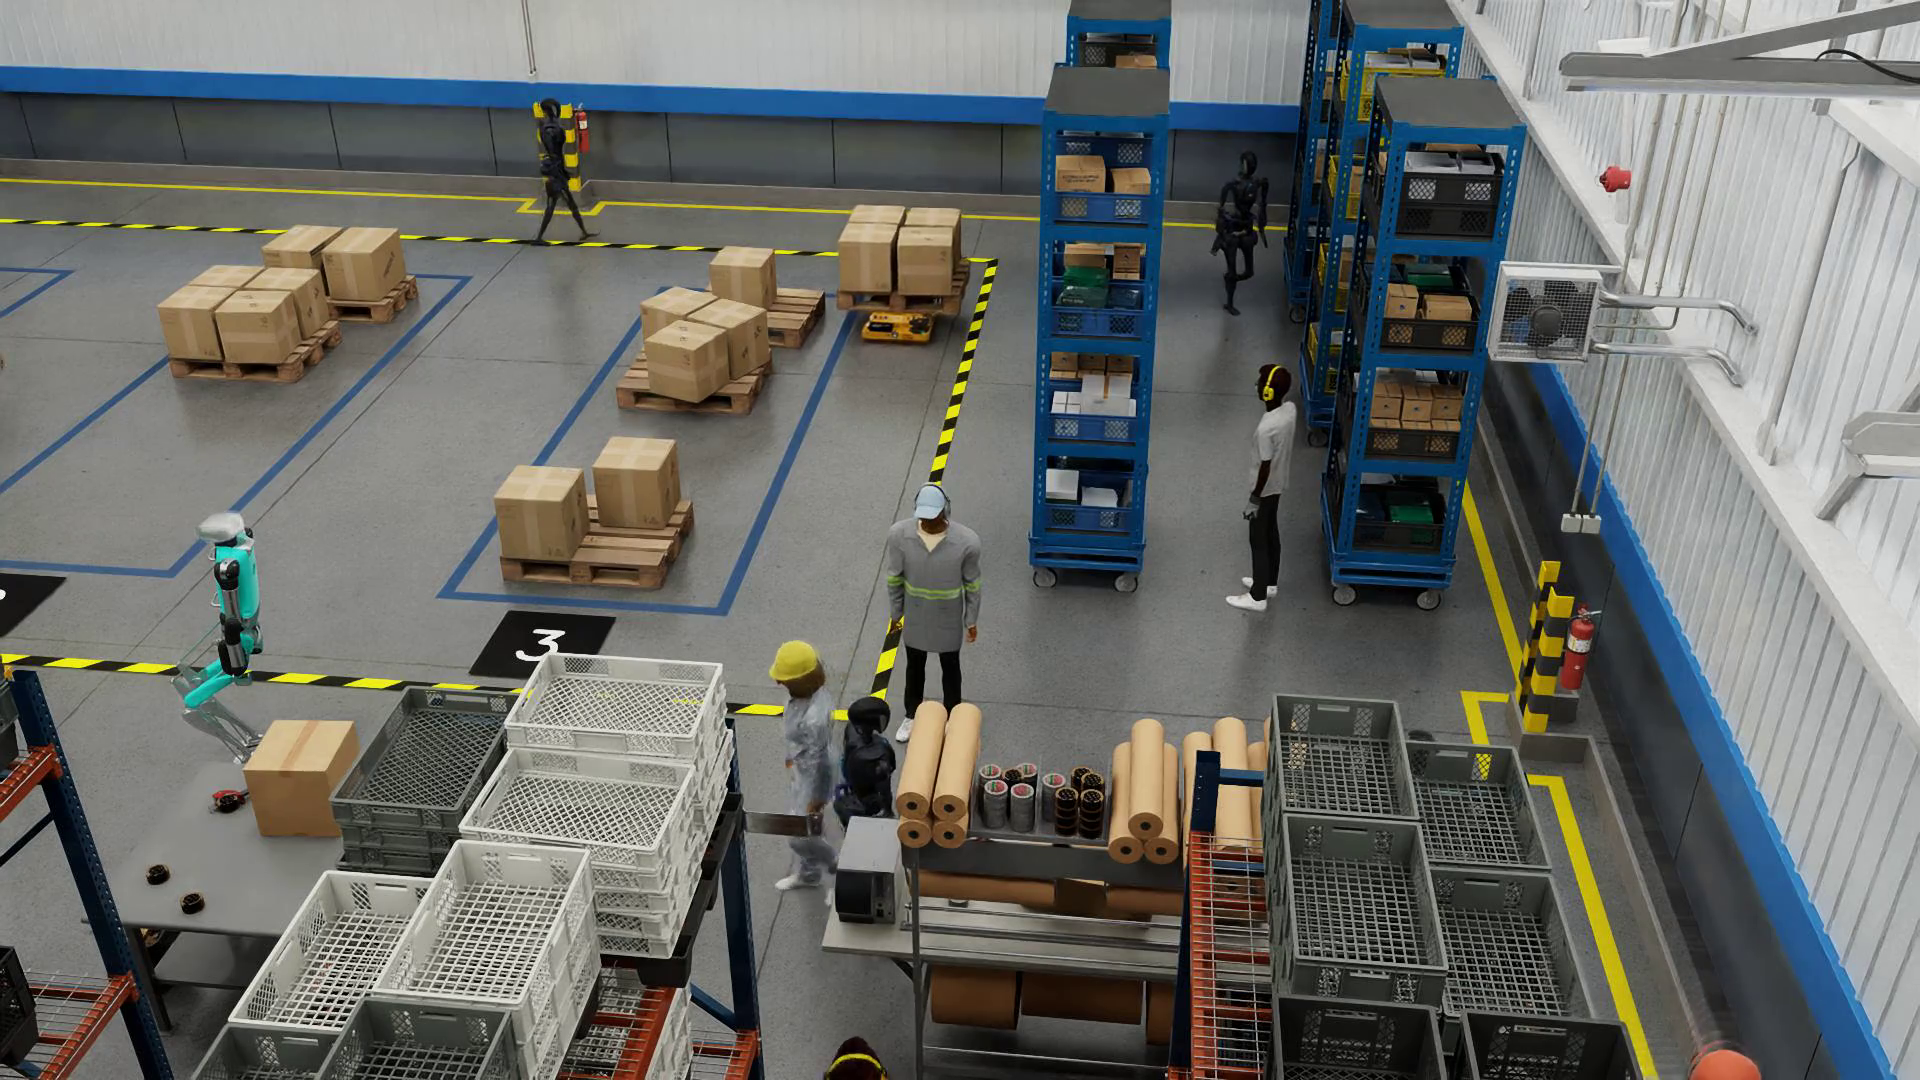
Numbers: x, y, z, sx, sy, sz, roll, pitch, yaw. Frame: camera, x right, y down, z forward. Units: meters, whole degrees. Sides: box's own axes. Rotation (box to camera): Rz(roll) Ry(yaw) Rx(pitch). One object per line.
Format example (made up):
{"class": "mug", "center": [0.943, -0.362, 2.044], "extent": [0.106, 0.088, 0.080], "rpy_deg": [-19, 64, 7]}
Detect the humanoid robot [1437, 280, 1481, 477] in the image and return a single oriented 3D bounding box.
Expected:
{"class": "humanoid robot", "center": [3.693, -1.243, 13.219], "extent": [0.533, 1.674, 0.735], "rpy_deg": [26, 39, 37]}

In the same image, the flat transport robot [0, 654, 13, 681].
{"class": "flat transport robot", "center": [-7.142, 0.969, 11.010], "extent": [1.431, 0.231, 0.659], "rpy_deg": [3, 30, 6]}

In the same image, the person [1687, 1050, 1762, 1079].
{"class": "person", "center": [2.735, 2.723, 6.278], "extent": [0.608, 2.004, 0.904], "rpy_deg": [6, 31, 11]}

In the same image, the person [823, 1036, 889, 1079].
{"class": "person", "center": [-0.367, 2.676, 6.536], "extent": [0.500, 1.823, 0.996], "rpy_deg": [3, 30, 5]}

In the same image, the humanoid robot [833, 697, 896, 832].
{"class": "humanoid robot", "center": [-0.414, 1.460, 8.774], "extent": [0.473, 1.653, 0.617], "rpy_deg": [-14, 33, -23]}

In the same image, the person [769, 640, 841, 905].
{"class": "person", "center": [-0.835, 1.264, 9.055], "extent": [0.360, 1.734, 0.505], "rpy_deg": [-9, 31, -15]}

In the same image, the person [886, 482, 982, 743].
{"class": "person", "center": [-0.168, 0.465, 10.301], "extent": [0.588, 1.853, 0.395], "rpy_deg": [6, 31, 10]}

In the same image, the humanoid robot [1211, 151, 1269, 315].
{"class": "humanoid robot", "center": [2.756, -3.101, 16.603], "extent": [0.609, 1.639, 0.503], "rpy_deg": [-12, 32, -19]}

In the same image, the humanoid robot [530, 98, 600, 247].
{"class": "humanoid robot", "center": [-4.416, -4.025, 18.225], "extent": [0.764, 1.629, 0.602], "rpy_deg": [-2, 30, -4]}

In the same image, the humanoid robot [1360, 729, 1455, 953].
{"class": "humanoid robot", "center": [2.213, 1.687, 8.395], "extent": [0.602, 1.640, 0.592], "rpy_deg": [-3, 30, -5]}

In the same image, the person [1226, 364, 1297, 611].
{"class": "person", "center": [2.140, -0.367, 11.712], "extent": [0.313, 1.869, 0.533], "rpy_deg": [17, 34, 27]}

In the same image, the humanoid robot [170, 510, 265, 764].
{"class": "humanoid robot", "center": [-4.508, 0.617, 10.021], "extent": [0.735, 1.677, 0.533], "rpy_deg": [-5, 31, -9]}

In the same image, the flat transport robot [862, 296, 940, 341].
{"class": "flat transport robot", "center": [-0.552, -2.378, 16.731], "extent": [0.652, 0.197, 1.431], "rpy_deg": [3, 30, 6]}
